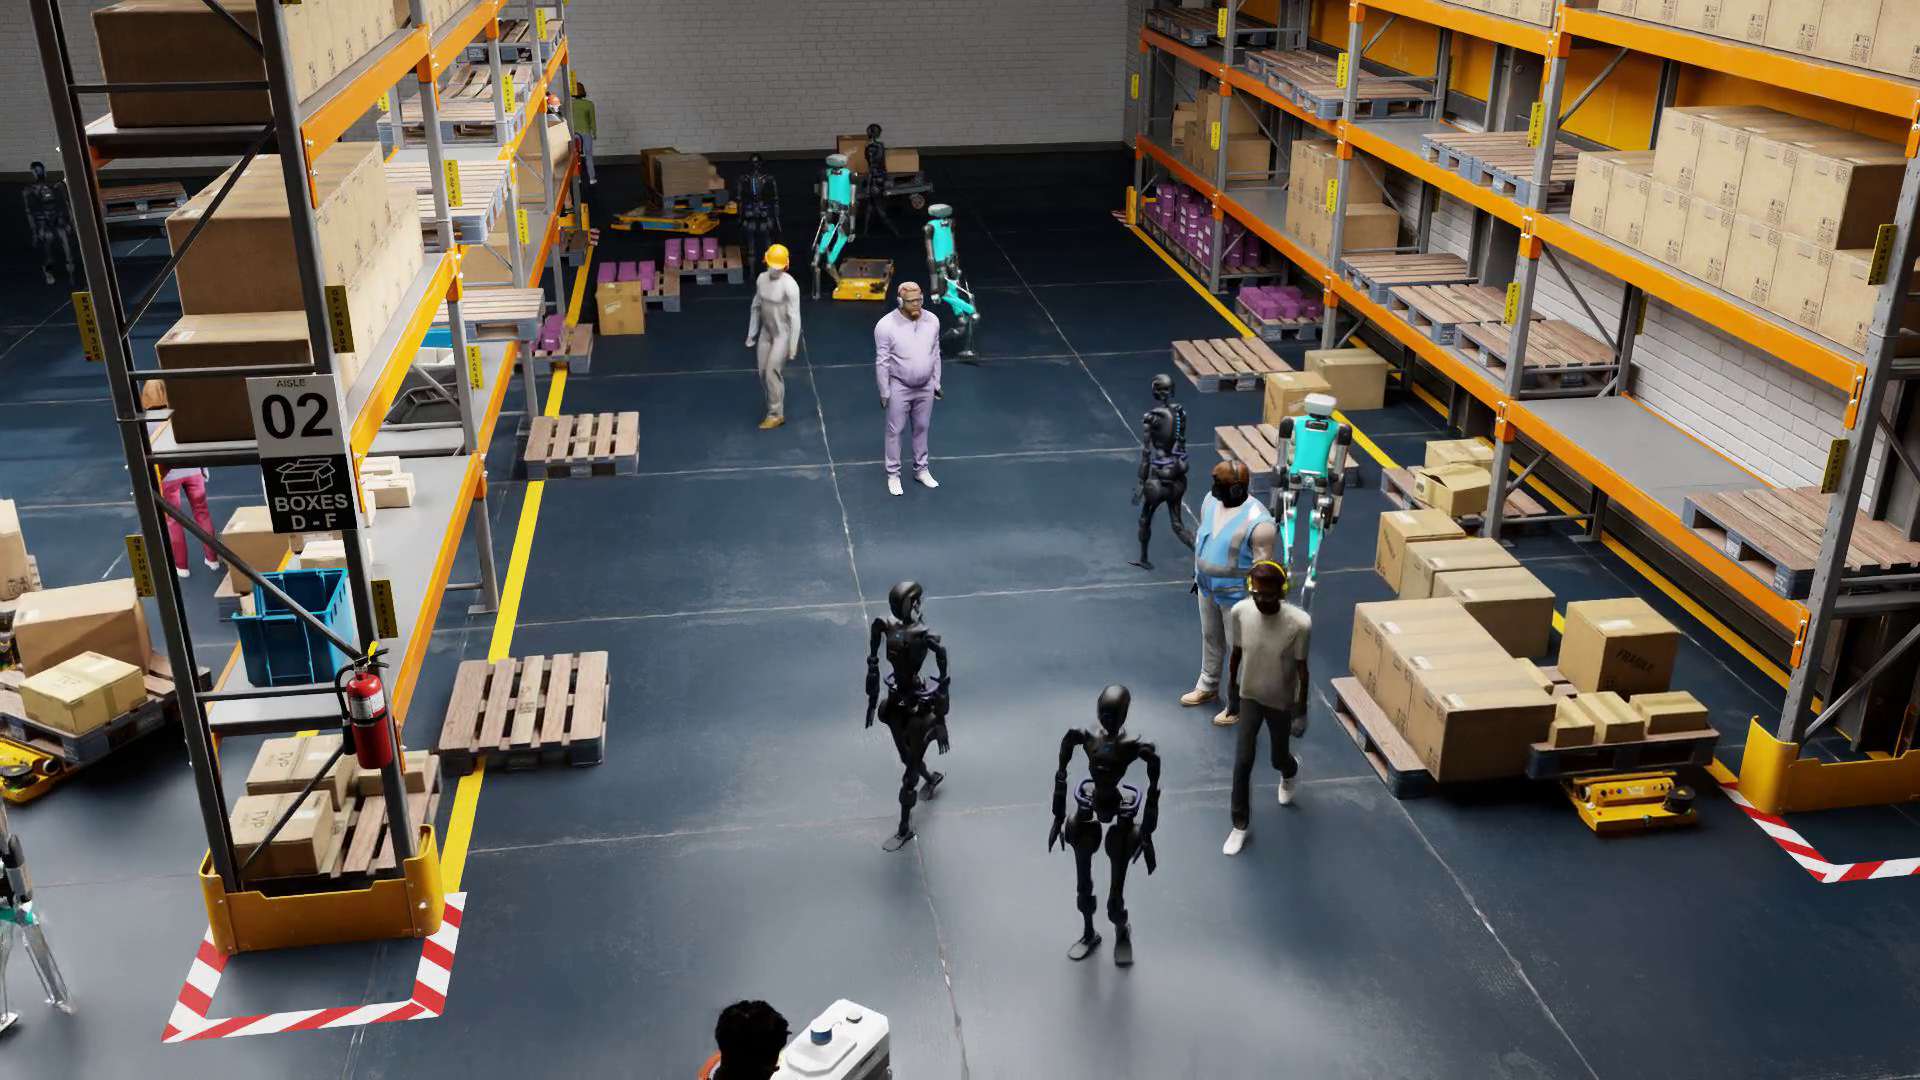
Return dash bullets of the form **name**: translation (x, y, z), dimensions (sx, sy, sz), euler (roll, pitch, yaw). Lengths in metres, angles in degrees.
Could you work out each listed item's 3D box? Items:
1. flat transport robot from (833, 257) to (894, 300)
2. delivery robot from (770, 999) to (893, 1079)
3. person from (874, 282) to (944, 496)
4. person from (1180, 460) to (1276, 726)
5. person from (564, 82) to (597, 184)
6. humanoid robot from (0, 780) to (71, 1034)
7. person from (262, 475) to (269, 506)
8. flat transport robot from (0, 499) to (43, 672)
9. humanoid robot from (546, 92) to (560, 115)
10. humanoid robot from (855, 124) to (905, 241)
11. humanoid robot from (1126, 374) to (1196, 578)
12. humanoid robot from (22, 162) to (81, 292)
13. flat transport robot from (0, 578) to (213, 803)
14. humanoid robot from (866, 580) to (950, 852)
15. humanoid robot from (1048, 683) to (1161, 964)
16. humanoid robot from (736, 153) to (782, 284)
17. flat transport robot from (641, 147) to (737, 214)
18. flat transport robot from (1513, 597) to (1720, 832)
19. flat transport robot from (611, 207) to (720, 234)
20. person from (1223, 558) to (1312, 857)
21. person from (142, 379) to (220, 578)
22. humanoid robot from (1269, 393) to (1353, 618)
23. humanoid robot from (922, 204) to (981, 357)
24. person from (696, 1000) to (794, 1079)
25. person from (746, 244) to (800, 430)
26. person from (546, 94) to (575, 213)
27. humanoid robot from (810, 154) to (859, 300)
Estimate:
- **flat transport robot**: translation (-1.229, -3.351, 21.313), dimensions (0.659, 0.231, 1.431), euler (1, 24, 2)
- **delivery robot**: translation (-0.644, 2.488, 7.664), dimensions (0.499, 0.603, 0.792), euler (14, 27, 29)
- **person**: translation (-0.430, -1.346, 14.709), dimensions (0.638, 1.910, 0.410), euler (-13, 27, -27)
- **person**: translation (1.753, 0.336, 10.960), dimensions (0.429, 1.839, 0.632), euler (-15, 28, -31)
- **person**: translation (-6.155, -6.607, 27.040), dimensions (0.492, 1.624, 0.280), euler (-3, 24, -6)
- **humanoid robot**: translation (-4.743, 1.649, 8.089), dimensions (0.561, 1.777, 0.774), euler (-7, 25, -15)
- **person**: translation (-5.730, -0.930, 13.953), dimensions (0.336, 1.747, 0.563), euler (0, 24, 0)
- **flat transport robot**: translation (-7.291, 0.697, 12.090), dimensions (0.659, 0.231, 1.431), euler (-14, 27, -28)
- **humanoid robot**: translation (-6.775, -6.745, 27.335), dimensions (0.587, 1.641, 0.586), euler (9, 25, 19)
- **humanoid robot**: translation (-1.139, -5.031, 23.469), dimensions (0.767, 1.652, 0.602), euler (5, 24, 11)
- **humanoid robot**: translation (1.668, -0.485, 13.082), dimensions (0.724, 1.621, 0.608), euler (20, 31, 38)
- **humanoid robot**: translation (-11.482, -3.985, 21.029), dimensions (0.600, 1.637, 0.621), euler (-21, 31, -40)
- **flat transport robot**: translation (-5.712, 1.230, 10.875), dimensions (0.659, 0.231, 1.431), euler (12, 26, 26)
- **humanoid robot**: translation (-0.261, 0.957, 9.796), dimensions (0.596, 1.641, 0.740), euler (15, 28, 30)
- **humanoid robot**: translation (0.737, 1.468, 8.579), dimensions (0.584, 1.645, 0.332), euler (7, 25, 15)
- **humanoid robot**: translation (-2.586, -4.116, 21.285), dimensions (0.599, 1.657, 0.315), euler (3, 24, 8)
- **flat transport robot**: translation (-4.083, -5.038, 25.157), dimensions (1.431, 0.231, 0.659), euler (-9, 25, -20)
- **flat transport robot**: translation (3.999, 1.368, 10.562), dimensions (0.659, 0.231, 1.431), euler (-3, 24, -8)
- **flat transport robot**: translation (-4.304, -4.659, 24.292), dimensions (1.431, 0.231, 0.659), euler (6, 24, 13)
- **person**: translation (1.822, 0.897, 9.687), dimensions (0.521, 1.840, 0.776), euler (12, 26, 25)
- **person**: translation (-6.164, -0.489, 13.098), dimensions (0.501, 1.626, 0.298), euler (-19, 30, -37)
- **humanoid robot**: translation (2.515, -0.091, 12.138), dimensions (0.559, 1.844, 0.790), euler (5, 24, 11)
- **humanoid robot**: translation (-0.031, -2.772, 18.175), dimensions (1.036, 1.728, 0.547), euler (15, 28, 30)
- **person**: translation (-0.799, 2.449, 6.017), dimensions (0.465, 1.941, 0.661), euler (3, 24, 7)
- **person**: translation (-1.802, -1.989, 16.228), dimensions (0.610, 1.854, 0.437), euler (21, 32, 40)
- **person**: translation (-6.087, -5.835, 25.121), dimensions (0.562, 1.752, 0.326), euler (8, 25, 17)
- **humanoid robot**: translation (-1.614, -3.805, 20.543), dimensions (0.531, 1.797, 0.788), euler (12, 26, 25)
